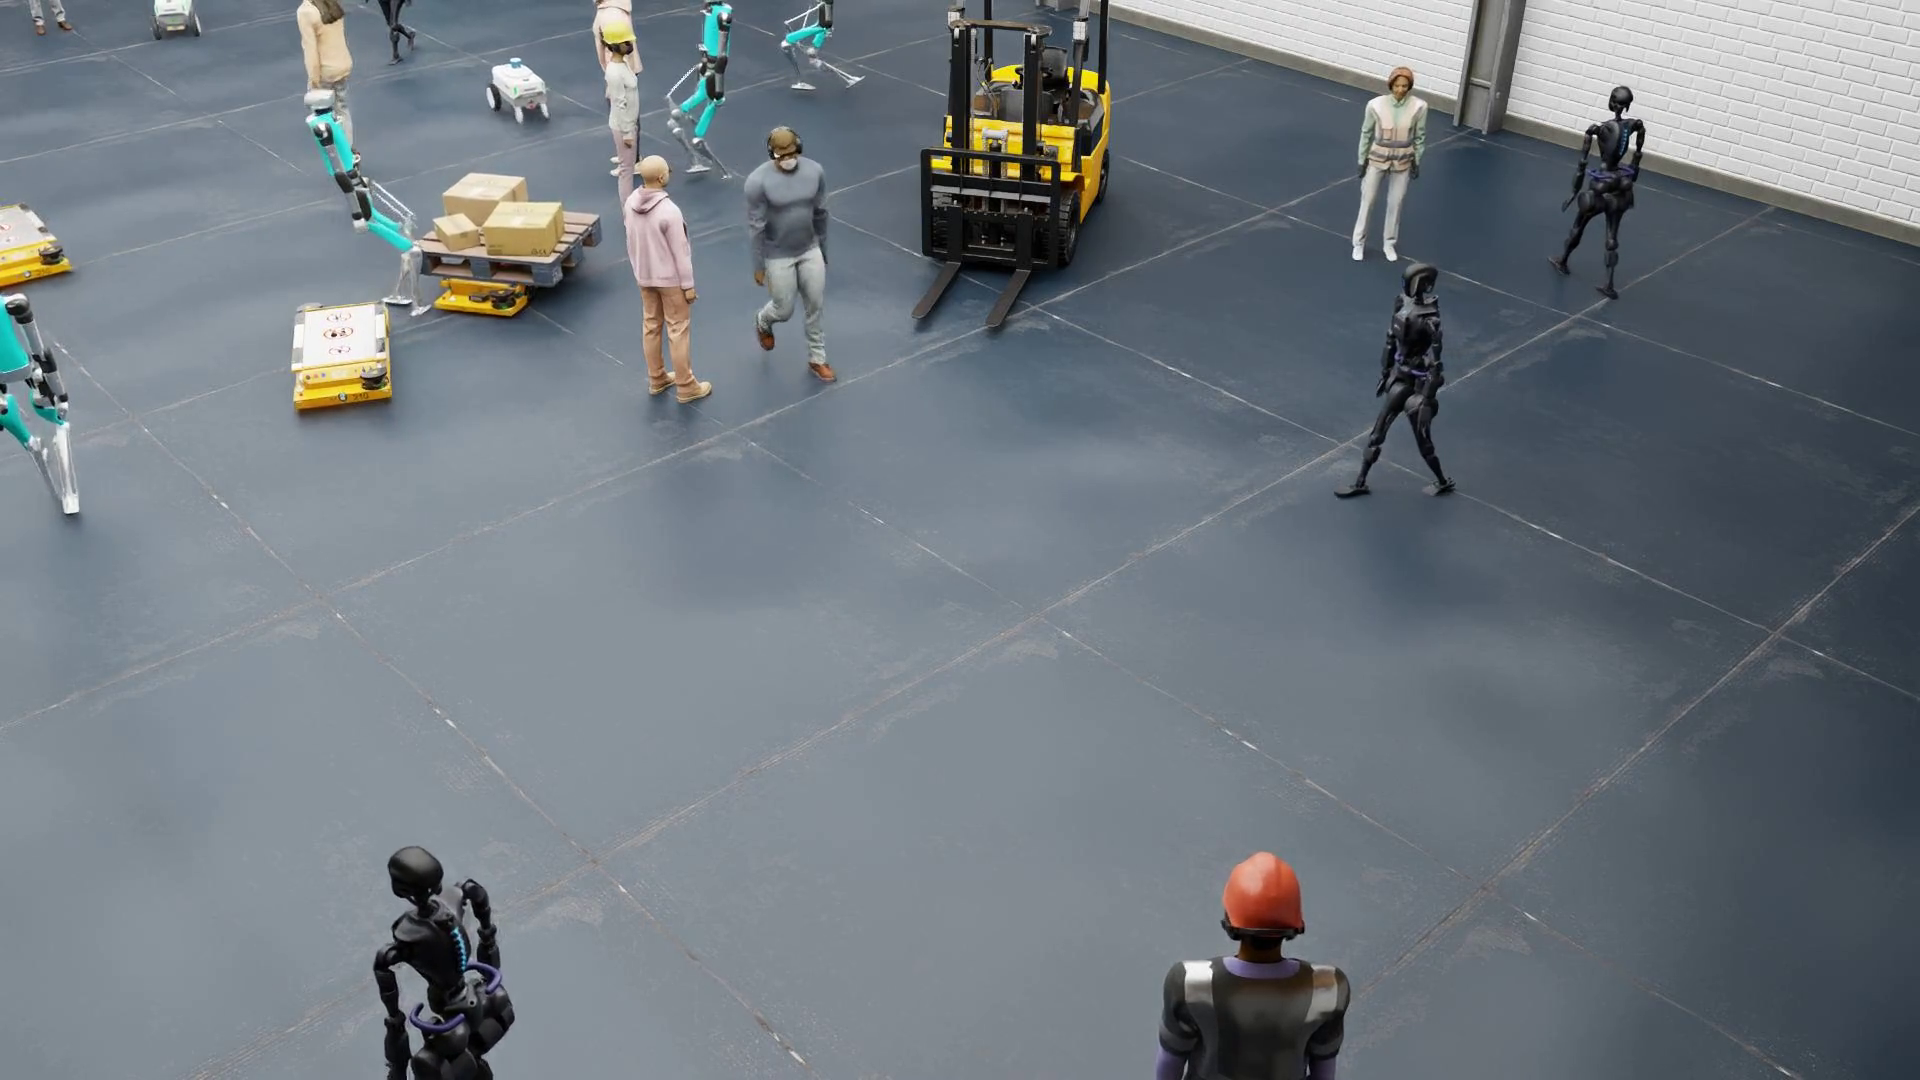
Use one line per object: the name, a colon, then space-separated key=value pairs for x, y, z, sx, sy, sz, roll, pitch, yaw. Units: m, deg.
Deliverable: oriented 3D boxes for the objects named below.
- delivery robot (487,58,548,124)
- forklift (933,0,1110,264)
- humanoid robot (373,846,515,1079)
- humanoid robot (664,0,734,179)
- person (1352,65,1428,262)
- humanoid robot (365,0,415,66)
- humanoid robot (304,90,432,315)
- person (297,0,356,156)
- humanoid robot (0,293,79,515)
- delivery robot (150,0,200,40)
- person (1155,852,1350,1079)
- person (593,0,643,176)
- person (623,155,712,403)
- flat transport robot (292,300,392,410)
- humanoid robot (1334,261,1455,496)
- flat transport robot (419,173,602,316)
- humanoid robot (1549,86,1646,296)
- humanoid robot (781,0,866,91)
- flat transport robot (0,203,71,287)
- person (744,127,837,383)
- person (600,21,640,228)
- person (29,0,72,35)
delivery robot: x=-4.519 y=-4.627 z=17.024 sx=0.499 sy=0.596 sz=0.775 roll=-19 pitch=37 yaw=-26
forklift: x=0.570 y=-3.725 z=14.138 sx=1.214 sy=2.155 sz=2.313 roll=9 pitch=34 yaw=13
humanoid robot: x=-1.900 y=1.786 z=6.145 sx=0.517 sy=1.644 sz=0.603 roll=17 pitch=37 yaw=24
humanoid robot: x=-2.423 y=-4.121 z=15.174 sx=0.810 sy=1.786 sz=0.531 roll=-12 pitch=35 yaw=-18
person: x=3.522 y=-3.082 z=13.657 sx=0.518 sy=1.634 sz=0.313 roll=3 pitch=33 yaw=5
humanoid robot: x=-6.285 y=-6.147 z=18.365 sx=0.589 sy=1.632 sz=0.728 roll=8 pitch=34 yaw=13
humanoid robot: x=-4.474 y=-2.594 z=12.846 sx=0.824 sy=1.801 sz=0.580 roll=-10 pitch=34 yaw=-16
person: x=-5.888 y=-4.390 z=15.473 sx=0.422 sy=1.848 sz=0.545 roll=16 pitch=36 yaw=22
humanoid robot: x=-5.775 y=-0.880 z=10.277 sx=0.566 sy=1.895 sz=0.785 roll=-11 pitch=35 yaw=-16
delivery robot: x=-9.179 y=-6.184 z=19.427 sx=0.499 sy=0.606 sz=0.809 roll=-10 pitch=34 yaw=-15
person: x=0.954 y=1.877 z=5.679 sx=0.601 sy=2.034 sz=0.414 roll=1 pitch=33 yaw=1
person: x=-3.149 y=-4.317 z=15.348 sx=0.444 sy=1.859 sz=0.848 roll=-3 pitch=33 yaw=-4
person: x=-2.066 y=-1.796 z=11.545 sx=0.532 sy=1.783 sz=0.400 roll=20 pitch=38 yaw=27
flat transport robot: x=-4.578 y=-1.403 z=12.330 sx=0.659 sy=0.231 sz=1.431 roll=-9 pitch=34 yaw=-14
humanoid robot: x=2.843 y=-0.971 z=10.430 sx=0.787 sy=1.634 sz=0.609 roll=-10 pitch=34 yaw=-15
flat transport robot: x=-3.657 y=-2.221 z=13.586 sx=0.659 sy=0.231 sz=1.431 roll=7 pitch=34 yaw=11
humanoid robot: x=5.124 y=-2.801 z=13.226 sx=0.590 sy=1.624 sz=0.778 roll=-7 pitch=34 yaw=-11
humanoid robot: x=-1.505 y=-5.427 z=17.165 sx=1.022 sy=1.720 sz=0.561 roll=-3 pitch=33 yaw=-5
flat transport robot: x=-8.045 y=-2.495 z=14.007 sx=0.659 sy=0.231 sz=1.431 roll=-23 pitch=40 yaw=-31
person: x=-1.235 y=-2.063 z=11.844 sx=0.662 sy=1.915 sz=0.679 roll=-20 pitch=38 yaw=-28
person: x=-2.850 y=-3.554 z=14.260 sx=0.301 sy=1.772 sz=0.524 roll=-3 pitch=33 yaw=-5
person: x=-10.706 y=-6.718 z=19.227 sx=0.470 sy=1.650 sz=0.310 roll=-24 pitch=40 yaw=-32
